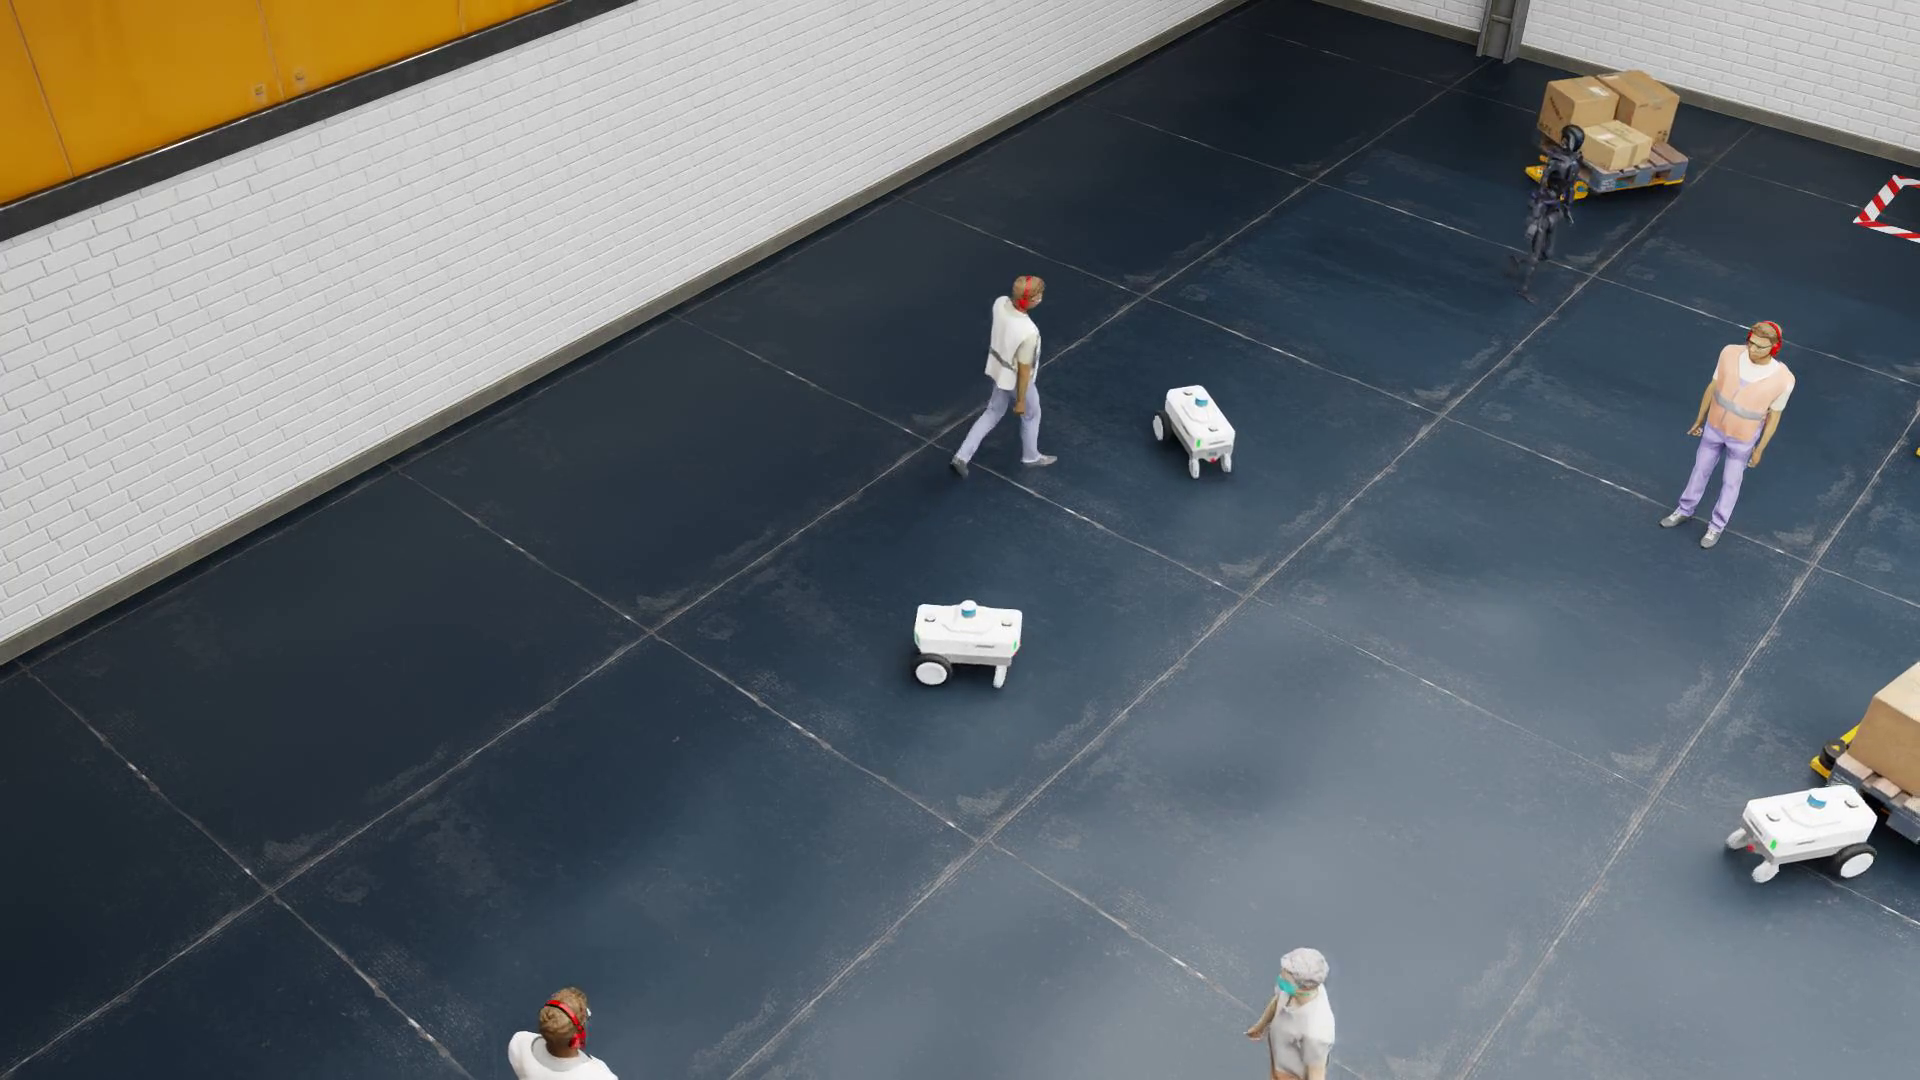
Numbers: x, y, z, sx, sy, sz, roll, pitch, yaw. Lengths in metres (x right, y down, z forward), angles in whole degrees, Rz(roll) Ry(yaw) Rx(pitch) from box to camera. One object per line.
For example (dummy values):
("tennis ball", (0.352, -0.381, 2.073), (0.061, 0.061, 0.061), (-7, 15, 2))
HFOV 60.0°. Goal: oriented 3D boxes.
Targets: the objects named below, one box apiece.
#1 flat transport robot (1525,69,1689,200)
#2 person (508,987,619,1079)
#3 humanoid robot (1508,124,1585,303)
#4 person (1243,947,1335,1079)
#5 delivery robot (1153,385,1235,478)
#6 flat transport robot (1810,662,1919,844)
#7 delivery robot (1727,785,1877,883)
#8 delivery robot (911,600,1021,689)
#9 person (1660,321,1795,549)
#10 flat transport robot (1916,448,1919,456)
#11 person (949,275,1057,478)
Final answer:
("flat transport robot", (6.579, -3.771, 16.967), (1.431, 0.231, 0.659), (-11, 40, -13))
("person", (-1.744, 2.732, 7.651), (0.565, 1.834, 0.404), (18, 42, 21))
("humanoid robot", (5.177, -2.949, 14.820), (0.589, 1.641, 0.496), (-28, 47, -31))
("person", (1.564, 2.519, 8.023), (0.925, 1.691, 0.509), (0, 39, 0))
("delivery robot", (1.885, -0.902, 13.191), (0.499, 0.611, 0.809), (-10, 40, -12))
("flat transport robot", (6.101, 1.627, 10.267), (0.659, 0.231, 1.431), (-25, 45, -27))
("delivery robot", (5.045, 1.716, 9.924), (0.793, 0.590, 0.499), (-7, 39, -9))
("delivery robot", (0.019, 0.678, 11.232), (0.785, 0.613, 0.525), (3, 39, 4))
("person", (5.579, -0.780, 12.001), (0.391, 1.842, 0.564), (-27, 46, -30))
("flat transport robot", (8.260, -0.462, 12.860), (0.659, 0.231, 1.431), (-20, 43, -23))
("person", (0.348, -1.202, 12.562), (0.862, 1.807, 0.587), (-19, 43, -22))
